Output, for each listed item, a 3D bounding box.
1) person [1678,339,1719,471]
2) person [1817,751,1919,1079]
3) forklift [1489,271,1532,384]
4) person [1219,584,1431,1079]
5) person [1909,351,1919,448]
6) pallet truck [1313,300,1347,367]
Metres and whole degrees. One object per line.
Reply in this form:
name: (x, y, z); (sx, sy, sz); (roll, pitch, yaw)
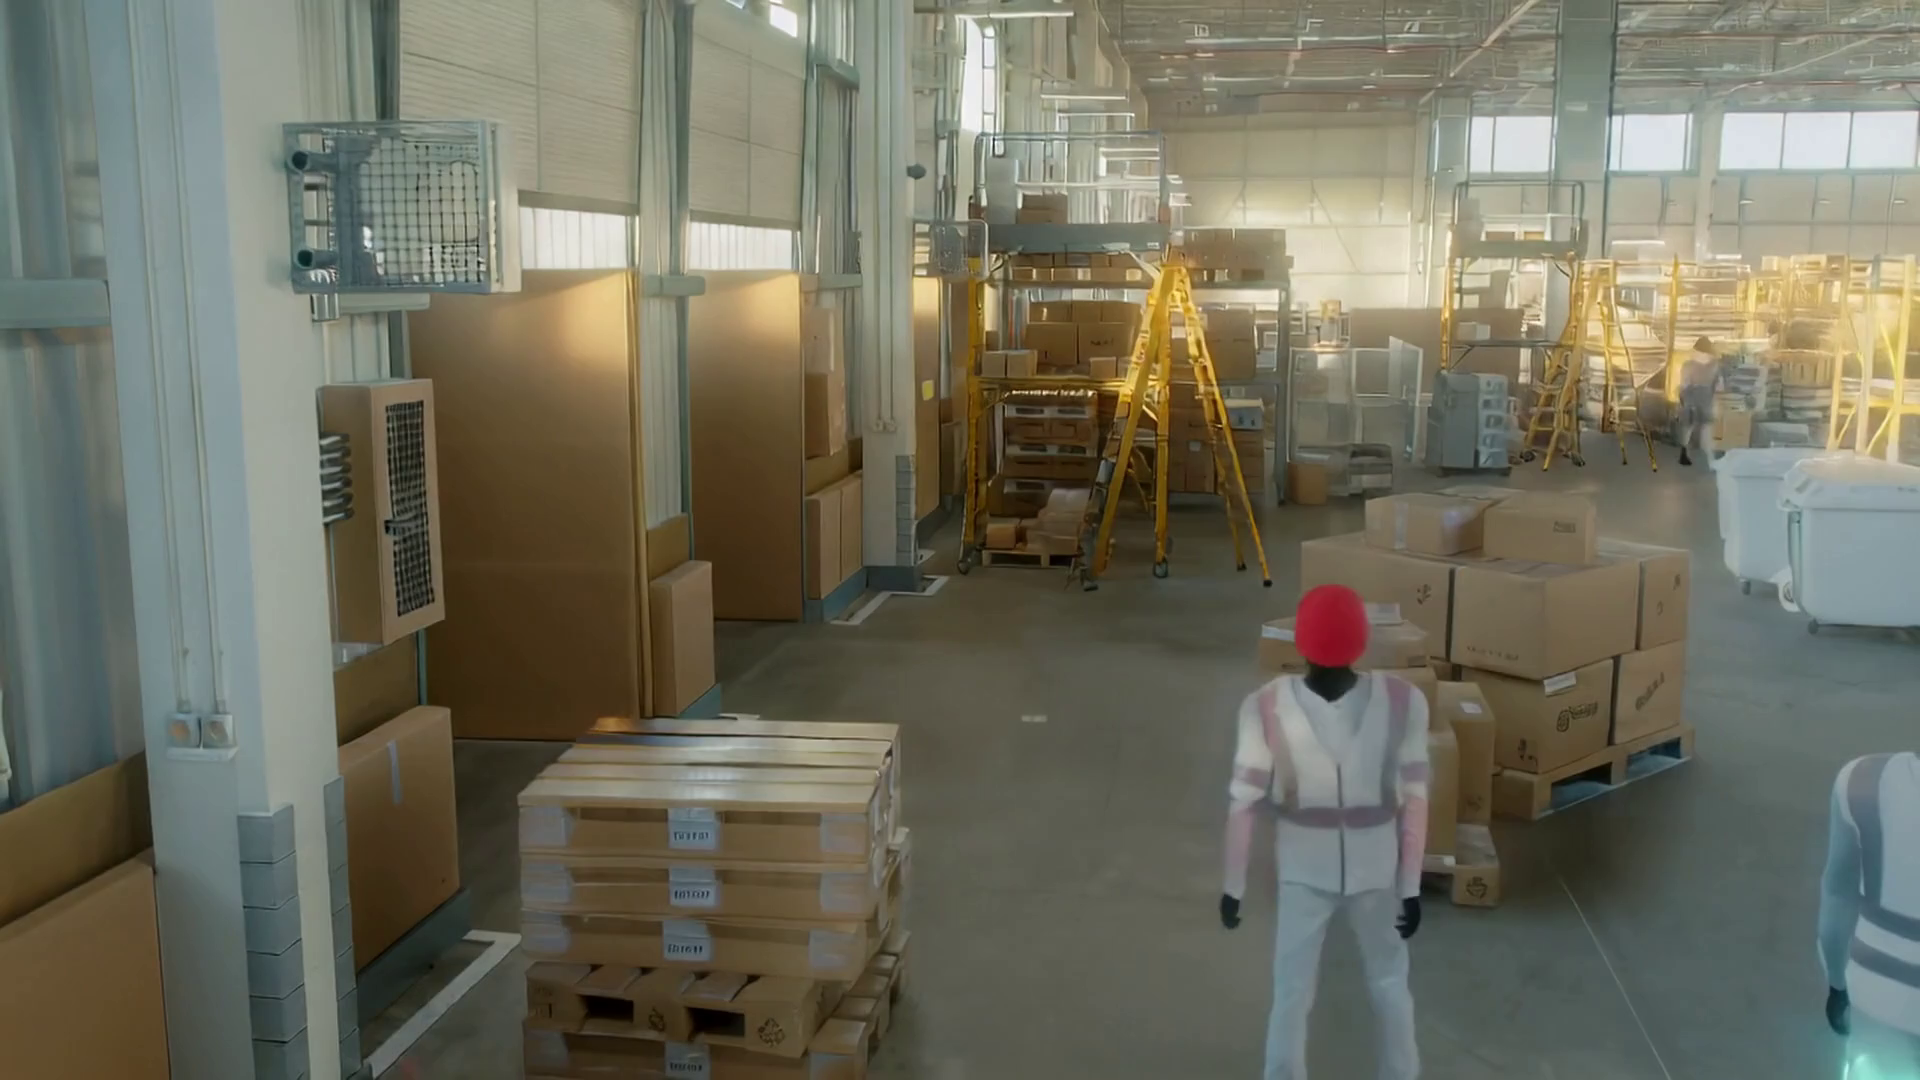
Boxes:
person: (10.616, -1.944, 23.898); (0.523, 1.871, 1.084); (1, 9, 4)
person: (2.533, 1.193, 4.288); (0.403, 1.944, 0.605); (-8, 12, -41)
forklift: (13.422, -5.322, 41.591); (1.873, 2.768, 1.129); (1, 9, 9)
person: (1.216, 1.051, 5.313); (0.766, 1.898, 0.574); (1, 9, 8)
person: (15.514, -2.340, 26.729); (0.321, 1.736, 0.488); (5, 10, 26)
pallet truck: (11.159, -6.200, 49.718); (0.823, 1.965, 1.885); (4, 10, 26)
